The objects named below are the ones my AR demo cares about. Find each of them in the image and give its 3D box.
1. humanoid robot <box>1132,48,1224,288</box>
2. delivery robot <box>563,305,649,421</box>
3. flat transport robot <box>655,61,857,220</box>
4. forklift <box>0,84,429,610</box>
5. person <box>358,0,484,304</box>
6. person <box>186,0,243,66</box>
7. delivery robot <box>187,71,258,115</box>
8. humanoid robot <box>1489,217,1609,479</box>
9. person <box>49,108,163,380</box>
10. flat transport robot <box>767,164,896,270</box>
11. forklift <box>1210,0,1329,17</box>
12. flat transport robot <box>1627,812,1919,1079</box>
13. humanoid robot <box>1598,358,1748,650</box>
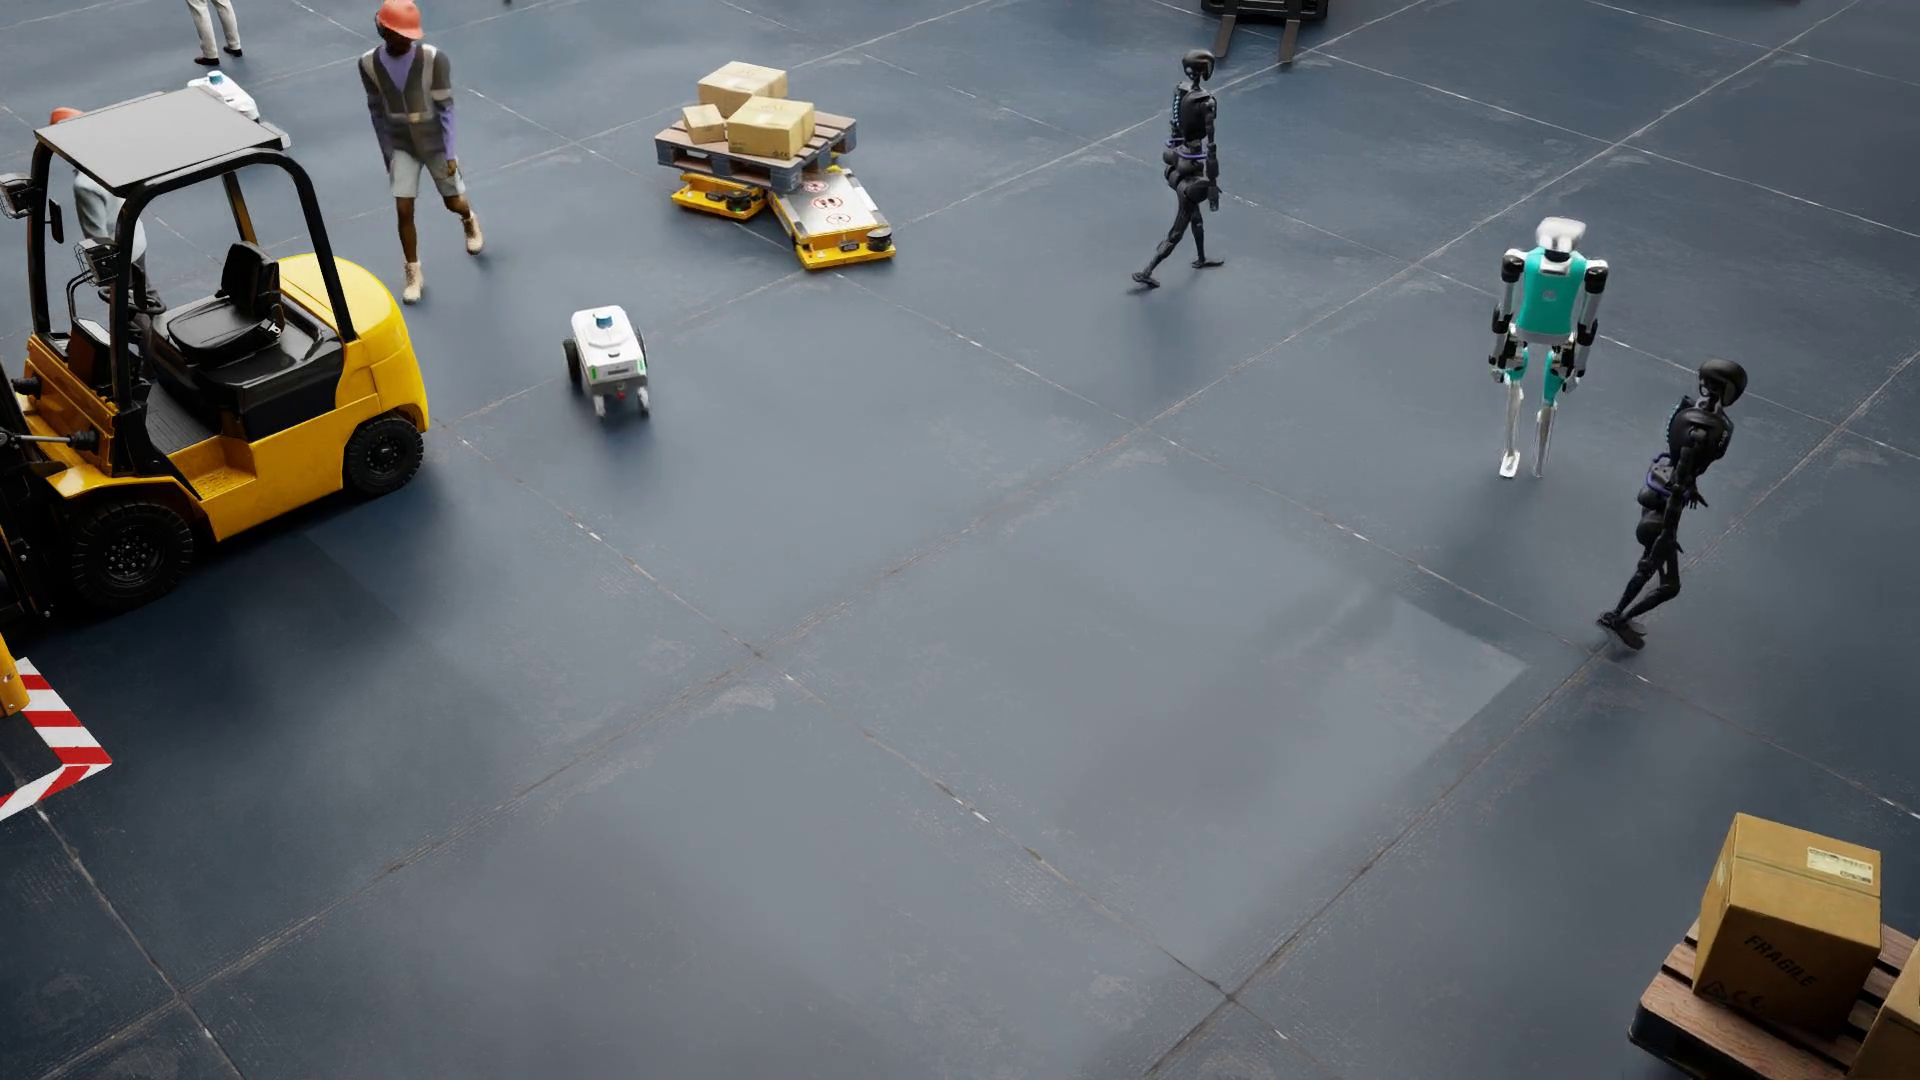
[{"bbox_3d":[1.529,-2.507,11.219,0.786,1.631,0.600,-13,39,-17],"label":"humanoid robot"},{"bbox_3d":[-2.175,-1.145,10.296,0.499,0.601,0.788,-12,39,-16],"label":"delivery robot"},{"bbox_3d":[-1.550,-2.880,12.852,0.659,0.231,1.431,17,40,22],"label":"flat transport robot"},{"bbox_3d":[-4.145,-1.093,8.856,2.313,2.155,1.214,-31,47,-34],"label":"forklift"},{"bbox_3d":[-3.624,-2.659,11.122,0.600,1.981,0.879,-2,37,-2],"label":"person"},{"bbox_3d":[-6.665,-5.041,14.481,0.383,1.784,0.537,20,41,25],"label":"person"},{"bbox_3d":[-5.949,-3.486,13.430,0.499,0.601,0.783,-25,43,-29],"label":"delivery robot"},{"bbox_3d":[3.194,-1.032,9.215,0.554,1.832,0.849,13,39,17],"label":"humanoid robot"},{"bbox_3d":[-5.186,-1.804,10.181,0.350,1.741,0.568,-3,37,-4],"label":"person"},{"bbox_3d":[-0.996,-2.412,12.226,0.659,0.231,1.431,-12,38,-15],"label":"flat transport robot"},{"bbox_3d":[3.106,-6.400,15.960,1.214,2.155,2.313,8,37,10],"label":"forklift"},{"bbox_3d":[3.296,1.981,6.345,0.659,0.231,1.431,28,45,32],"label":"flat transport robot"},{"bbox_3d":[3.442,-0.185,8.073,0.356,1.644,0.587,19,41,23],"label":"humanoid robot"}]
